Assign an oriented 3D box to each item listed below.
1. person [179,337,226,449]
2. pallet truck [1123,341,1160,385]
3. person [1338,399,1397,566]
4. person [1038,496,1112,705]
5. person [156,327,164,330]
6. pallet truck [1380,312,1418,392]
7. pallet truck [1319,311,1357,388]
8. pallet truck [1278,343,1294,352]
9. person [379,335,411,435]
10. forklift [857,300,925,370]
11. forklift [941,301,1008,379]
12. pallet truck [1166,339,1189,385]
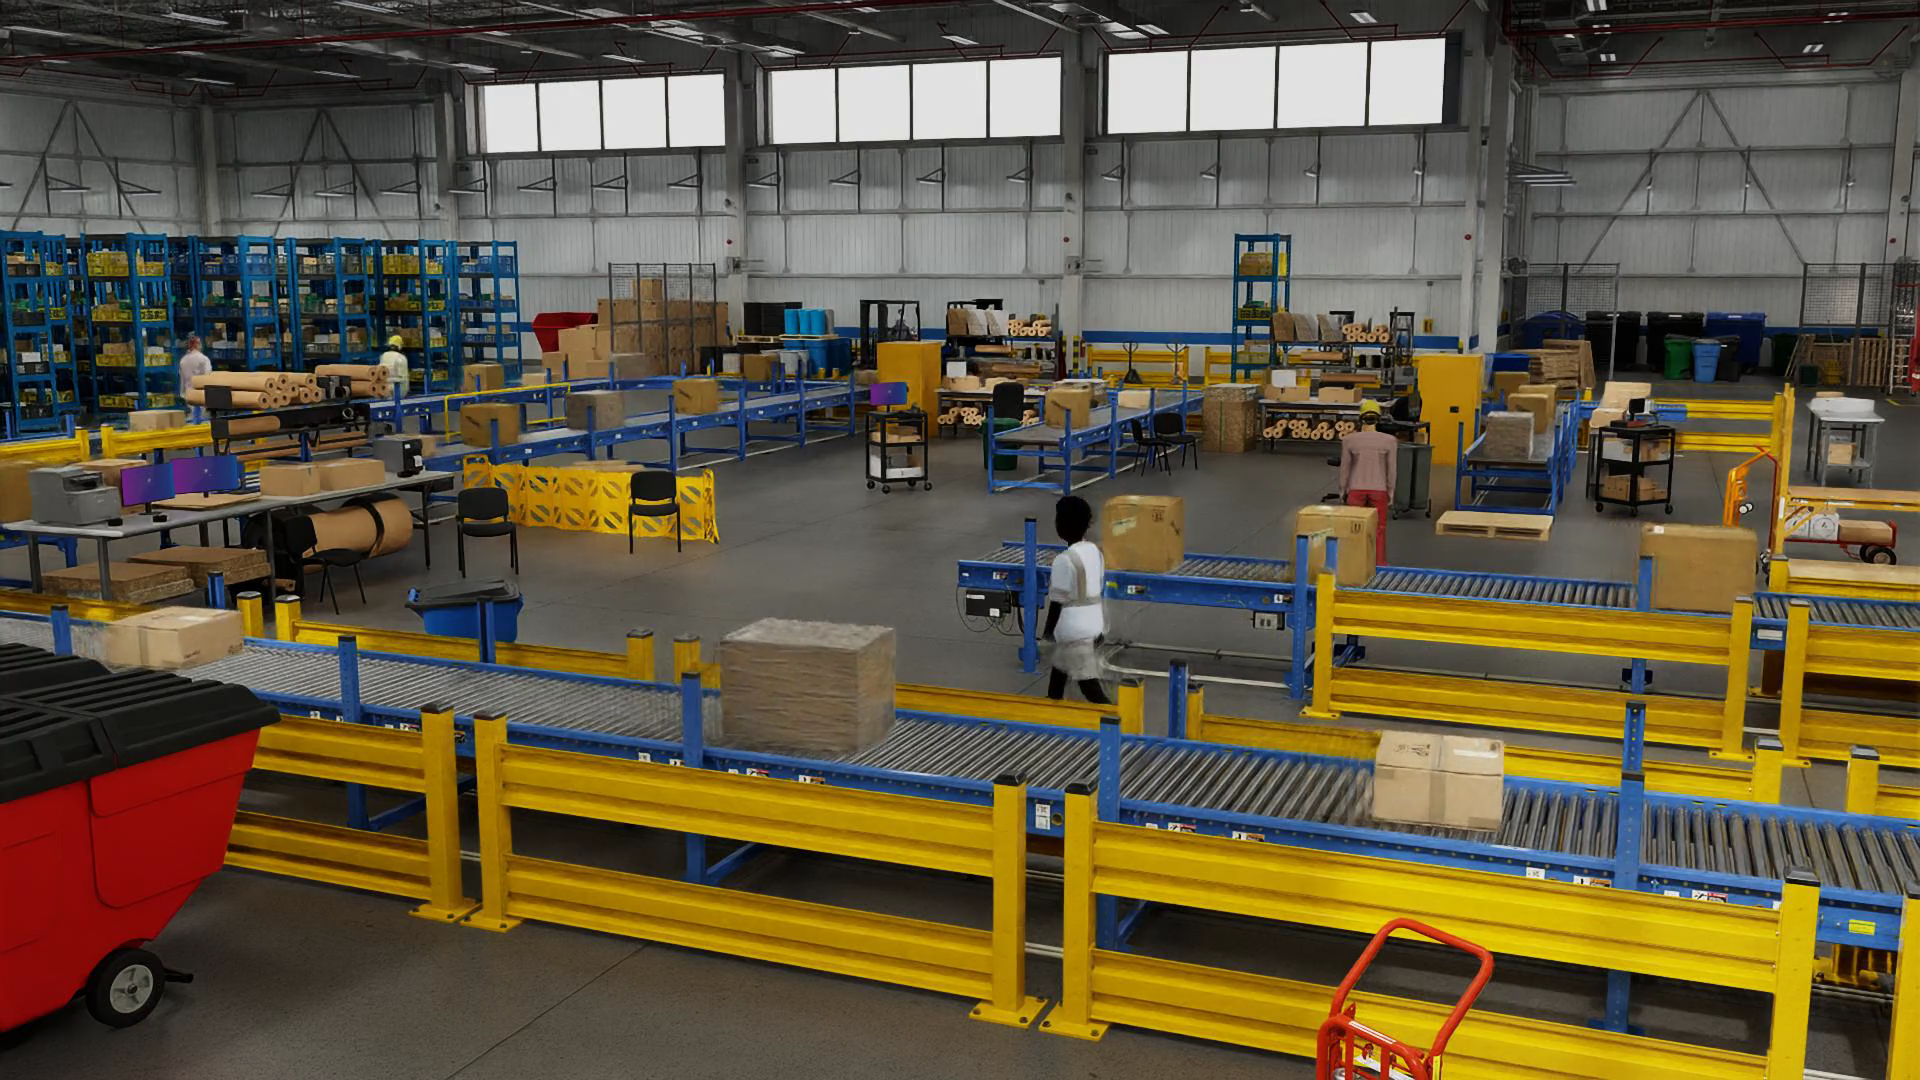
[{"bbox_3d":[-12.699,-2.451,27.724,0.644,1.859,1.011,6,11,32],"label":"person"},{"bbox_3d":[4.445,-4.380,41.279,0.680,1.201,1.601,4,10,22],"label":"pallet truck"},{"bbox_3d":[3.927,-0.480,16.045,0.532,1.762,0.336,2,10,15],"label":"person"},{"bbox_3d":[0.698,0.555,10.100,0.866,1.651,0.545,4,10,24],"label":"person"},{"bbox_3d":[-17.975,-4.048,37.464,0.569,1.831,0.411,-6,11,-34],"label":"person"},{"bbox_3d":[10.207,-4.283,38.369,0.823,1.965,1.885,3,10,20],"label":"pallet truck"},{"bbox_3d":[9.071,-4.419,39.190,0.823,1.965,1.885,5,10,26],"label":"pallet truck"},{"bbox_3d":[7.886,-4.163,39.743,0.653,1.274,1.630,4,10,22],"label":"pallet truck"},{"bbox_3d":[-9.935,-2.707,29.355,0.626,1.819,0.418,4,10,25],"label":"person"},{"bbox_3d":[-1.732,-5.109,42.468,1.157,1.987,2.680,4,10,22],"label":"forklift"},{"bbox_3d":[0.365,-4.966,41.571,1.157,1.987,2.680,3,10,20],"label":"forklift"},{"bbox_3d":[5.418,-4.269,40.420,0.704,1.261,1.522,3,10,20],"label":"pallet truck"}]
